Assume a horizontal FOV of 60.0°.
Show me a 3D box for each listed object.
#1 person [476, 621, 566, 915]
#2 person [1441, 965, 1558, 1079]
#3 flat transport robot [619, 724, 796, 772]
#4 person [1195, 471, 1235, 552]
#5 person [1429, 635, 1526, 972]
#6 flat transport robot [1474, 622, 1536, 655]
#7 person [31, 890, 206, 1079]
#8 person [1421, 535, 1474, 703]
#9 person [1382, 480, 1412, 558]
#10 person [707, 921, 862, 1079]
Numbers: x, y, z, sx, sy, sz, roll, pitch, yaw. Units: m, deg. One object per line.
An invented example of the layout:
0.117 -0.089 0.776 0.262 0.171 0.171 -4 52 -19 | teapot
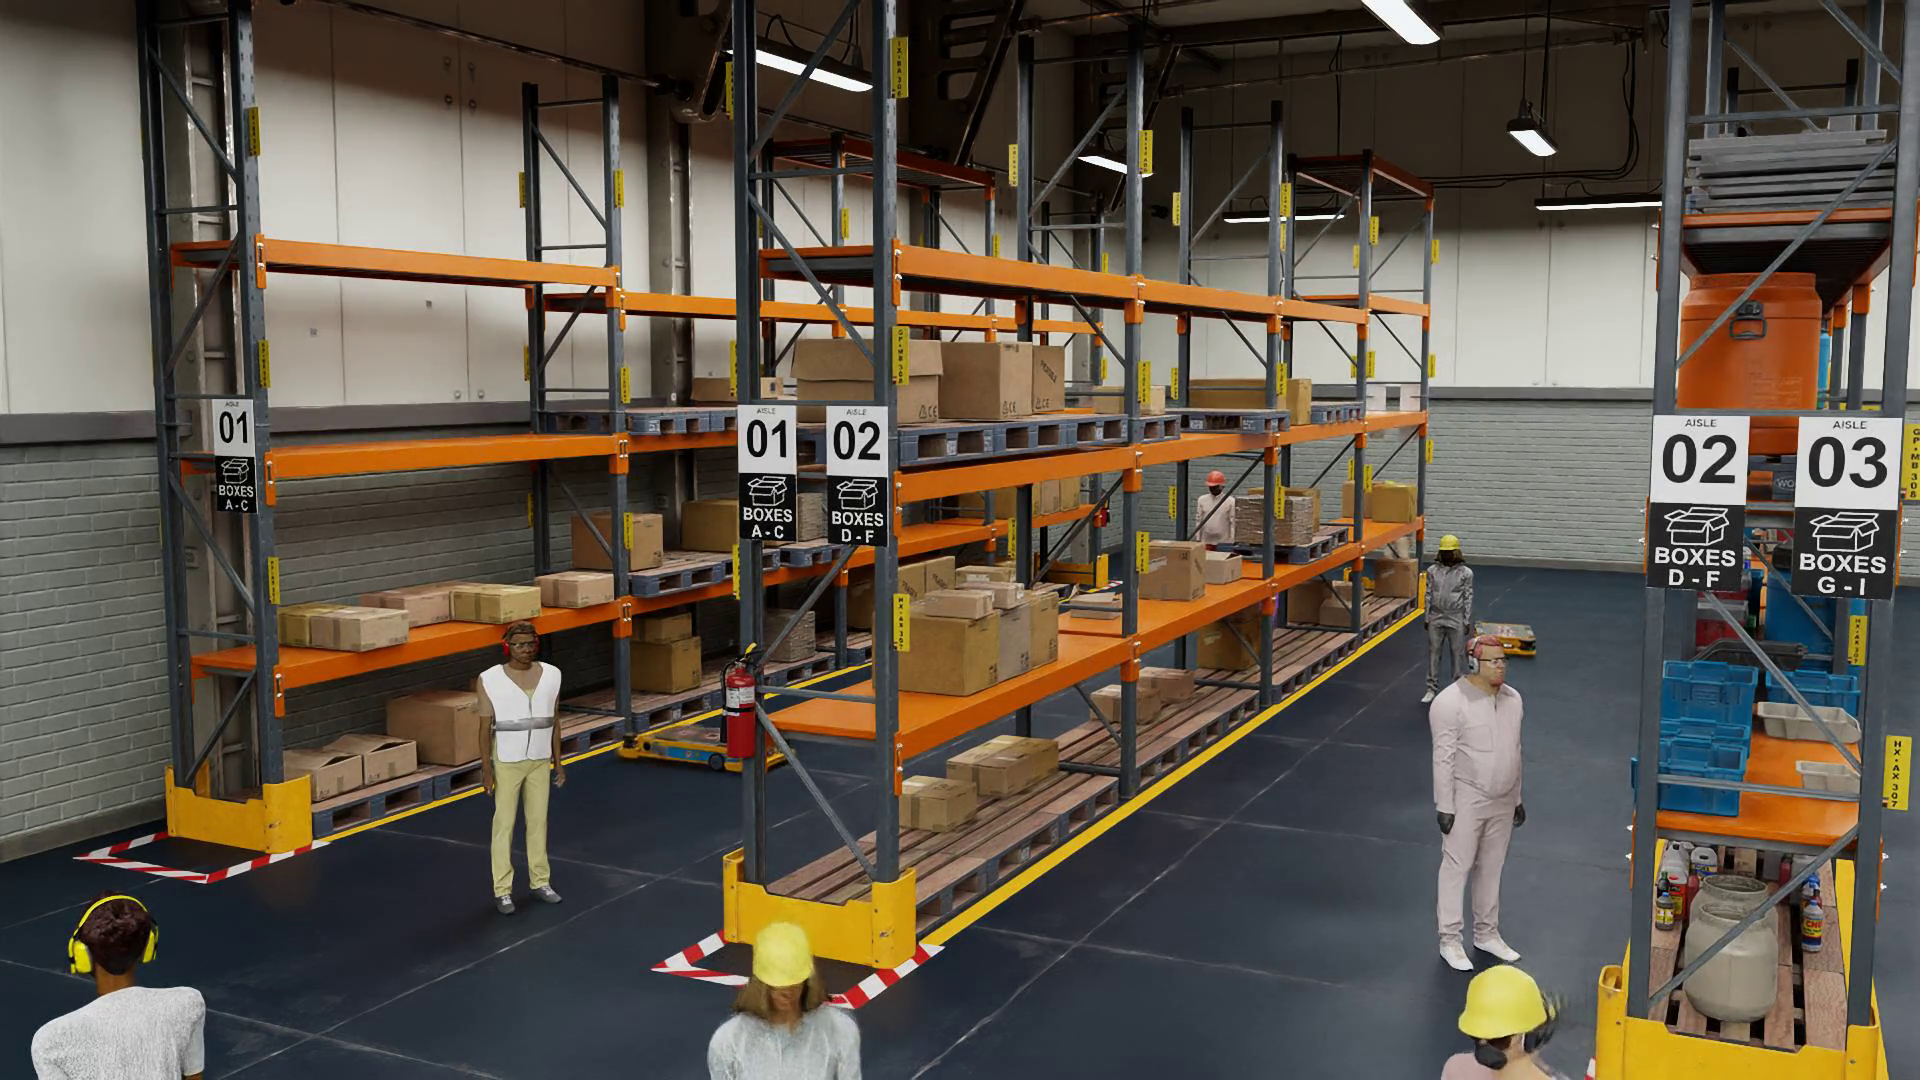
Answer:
-2.790 1.422 10.588 0.567 1.846 0.389 -5 8 -41 | person
1.493 2.078 4.763 0.834 1.735 0.532 -3 7 -27 | person
-2.207 1.798 14.521 1.431 0.197 0.652 3 7 27 | flat transport robot
3.626 0.012 23.636 0.610 1.985 0.393 3 7 27 | person
3.004 1.495 9.572 0.642 1.913 0.409 -3 7 -27 | person
6.658 1.199 20.348 0.652 0.197 1.431 2 6 15 | flat transport robot
-2.530 1.981 5.046 0.328 1.872 0.514 5 8 41 | person
4.980 0.815 16.998 0.484 1.744 0.294 3 7 27 | person
6.632 -0.045 25.447 0.595 1.730 0.358 3 6 25 | person
-0.558 2.025 5.335 0.496 1.716 0.731 -1 6 -13 | person
